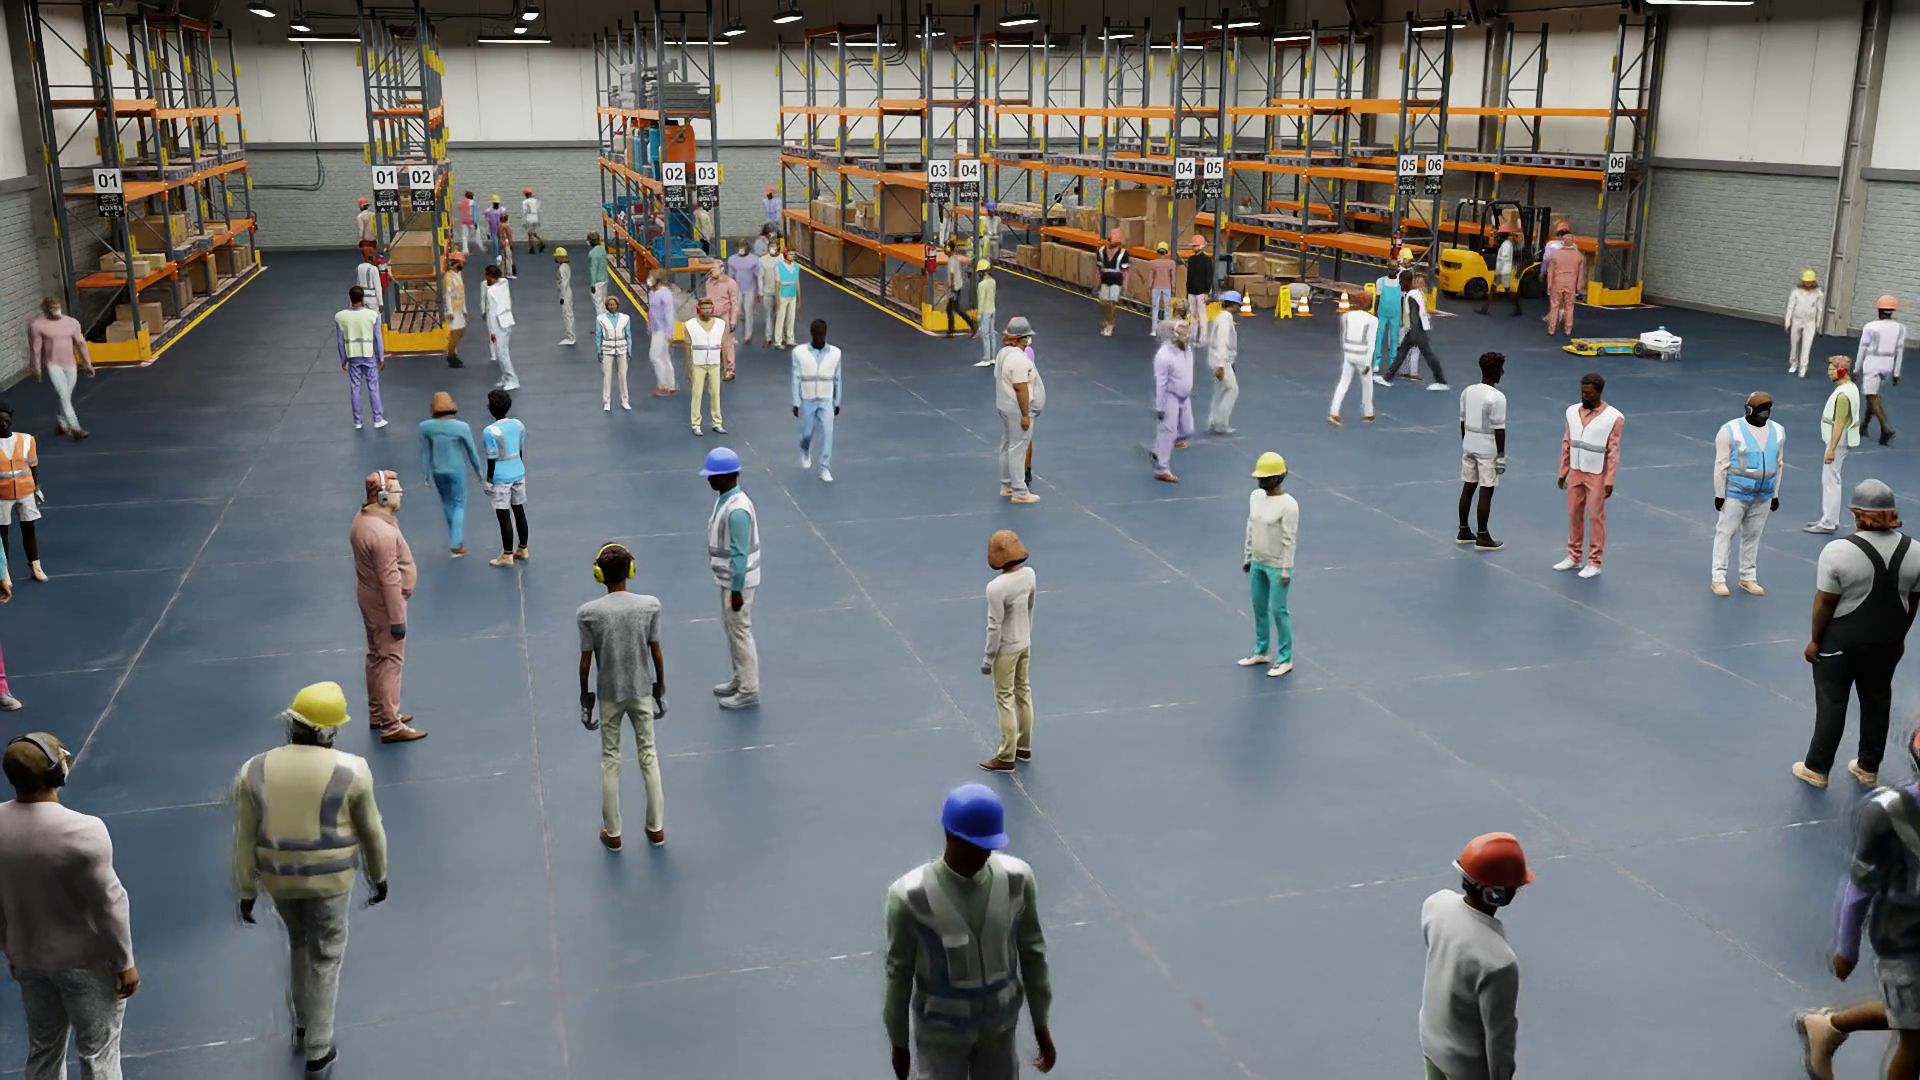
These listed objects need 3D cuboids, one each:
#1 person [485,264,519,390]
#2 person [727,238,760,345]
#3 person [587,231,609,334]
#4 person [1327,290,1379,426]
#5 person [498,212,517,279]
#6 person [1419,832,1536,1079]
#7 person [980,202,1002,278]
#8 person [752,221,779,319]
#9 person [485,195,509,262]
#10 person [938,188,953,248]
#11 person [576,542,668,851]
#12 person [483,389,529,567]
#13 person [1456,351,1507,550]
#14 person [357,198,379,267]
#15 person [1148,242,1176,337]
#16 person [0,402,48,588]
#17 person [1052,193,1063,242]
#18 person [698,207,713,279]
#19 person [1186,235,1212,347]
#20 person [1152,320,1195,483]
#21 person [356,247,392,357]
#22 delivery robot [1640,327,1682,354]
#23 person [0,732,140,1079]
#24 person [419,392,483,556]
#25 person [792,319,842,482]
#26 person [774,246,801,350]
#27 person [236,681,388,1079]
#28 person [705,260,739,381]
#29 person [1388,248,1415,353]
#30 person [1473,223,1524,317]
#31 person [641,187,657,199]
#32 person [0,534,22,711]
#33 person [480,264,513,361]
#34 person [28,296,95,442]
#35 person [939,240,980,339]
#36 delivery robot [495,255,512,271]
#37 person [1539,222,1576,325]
[{"bbox_3d":[-7.039,-3.255,25.452,0.443,1.907,0.610,3,15,10],"label":"person"},{"bbox_3d":[-3.878,-4.500,30.099,0.644,1.923,0.533,2,15,9],"label":"person"},{"bbox_3d":[-6.835,-4.861,31.454,0.377,1.931,0.647,2,15,9],"label":"person"},{"bbox_3d":[5.379,-2.468,22.626,0.580,1.846,0.964,14,20,41],"label":"person"},{"bbox_3d":[-11.206,-7.274,41.069,0.307,1.645,0.513,-14,20,-42],"label":"person"},{"bbox_3d":[1.941,1.913,6.311,0.342,1.746,0.569,-3,15,-12],"label":"person"},{"bbox_3d":[0.721,-7.229,40.356,0.621,1.935,0.557,-6,16,-20],"label":"person"},{"bbox_3d":[-3.960,-5.461,33.486,0.792,2.000,0.698,9,17,31],"label":"person"},{"bbox_3d":[-12.157,-8.123,43.760,0.644,1.903,0.482,-8,17,-29],"label":"person"},{"bbox_3d":[-0.425,-9.612,49.514,0.430,1.836,0.631,7,16,25],"label":"person"},{"bbox_3d":[-1.982,0.925,9.809,0.518,1.860,0.322,-5,16,-17],"label":"person"},{"bbox_3d":[-4.326,-0.588,15.811,0.317,1.696,0.538,6,16,21],"label":"person"},{"bbox_3d":[5.171,-0.887,16.417,0.367,1.966,0.607,-6,16,-22],"label":"person"},{"bbox_3d":[-14.548,-7.389,40.827,0.393,1.995,0.612,5,16,19],"label":"person"},{"bbox_3d":[3.764,-4.680,31.076,0.532,1.768,0.311,0,15,2],"label":"person"},{"bbox_3d":[-8.648,-0.417,15.163,0.531,1.698,0.320,-14,20,-42],"label":"person"},{"bbox_3d":[2.834,-9.150,48.024,0.315,1.697,0.541,-7,17,-26],"label":"person"},{"bbox_3d":[-6.270,-7.470,41.166,0.415,1.985,0.611,-1,15,-4],"label":"person"},{"bbox_3d":[4.249,-4.458,29.800,0.388,1.992,0.625,-8,17,-29],"label":"person"},{"bbox_3d":[2.466,-1.614,19.289,0.480,1.890,0.691,12,19,38],"label":"person"},{"bbox_3d":[-10.153,-4.115,28.723,0.586,1.882,0.341,11,19,37],"label":"person"},{"bbox_3d":[11.958,-3.392,28.370,0.477,0.478,0.707,-5,15,-17],"label":"delivery robot"},{"bbox_3d":[-3.637,1.692,6.765,0.632,1.940,0.372,3,15,10],"label":"person"},{"bbox_3d":[-4.967,-0.651,16.216,0.531,1.606,0.540,1,15,4],"label":"person"},{"bbox_3d":[-1.682,-1.660,19.463,0.606,1.896,0.687,-4,15,-14],"label":"person"},{"bbox_3d":[-3.067,-4.289,29.492,0.406,1.831,0.575,13,20,41],"label":"person"},{"bbox_3d":[-2.953,1.541,7.616,0.611,1.787,0.667,0,15,1],"label":"person"},{"bbox_3d":[-3.800,-3.467,26.255,0.636,1.902,0.405,9,17,30],"label":"person"},{"bbox_3d":[7.717,-4.169,29.022,0.596,1.832,0.404,-12,19,-38],"label":"person"},{"bbox_3d":[11.111,-5.507,33.964,0.994,1.891,0.552,4,15,14],"label":"person"},{"bbox_3d":[-9.417,-9.902,50.399,0.602,1.936,0.409,7,16,25],"label":"person"},{"bbox_3d":[-7.081,0.318,11.857,0.407,1.987,0.608,7,17,26],"label":"person"},{"bbox_3d":[-7.883,-3.873,28.297,0.557,1.631,0.356,-10,18,-32],"label":"person"},{"bbox_3d":[-11.671,-2.232,21.634,1.015,1.887,0.650,10,18,34],"label":"person"},{"bbox_3d":[0.017,-4.619,30.754,0.723,1.818,0.619,1,15,4],"label":"person"},{"bbox_3d":[-11.583,-7.072,42.218,0.477,0.478,0.707,-6,16,-22],"label":"delivery robot"},{"bbox_3d":[11.790,-5.231,32.698,0.621,2.009,0.915,-2,15,-9],"label":"person"}]
